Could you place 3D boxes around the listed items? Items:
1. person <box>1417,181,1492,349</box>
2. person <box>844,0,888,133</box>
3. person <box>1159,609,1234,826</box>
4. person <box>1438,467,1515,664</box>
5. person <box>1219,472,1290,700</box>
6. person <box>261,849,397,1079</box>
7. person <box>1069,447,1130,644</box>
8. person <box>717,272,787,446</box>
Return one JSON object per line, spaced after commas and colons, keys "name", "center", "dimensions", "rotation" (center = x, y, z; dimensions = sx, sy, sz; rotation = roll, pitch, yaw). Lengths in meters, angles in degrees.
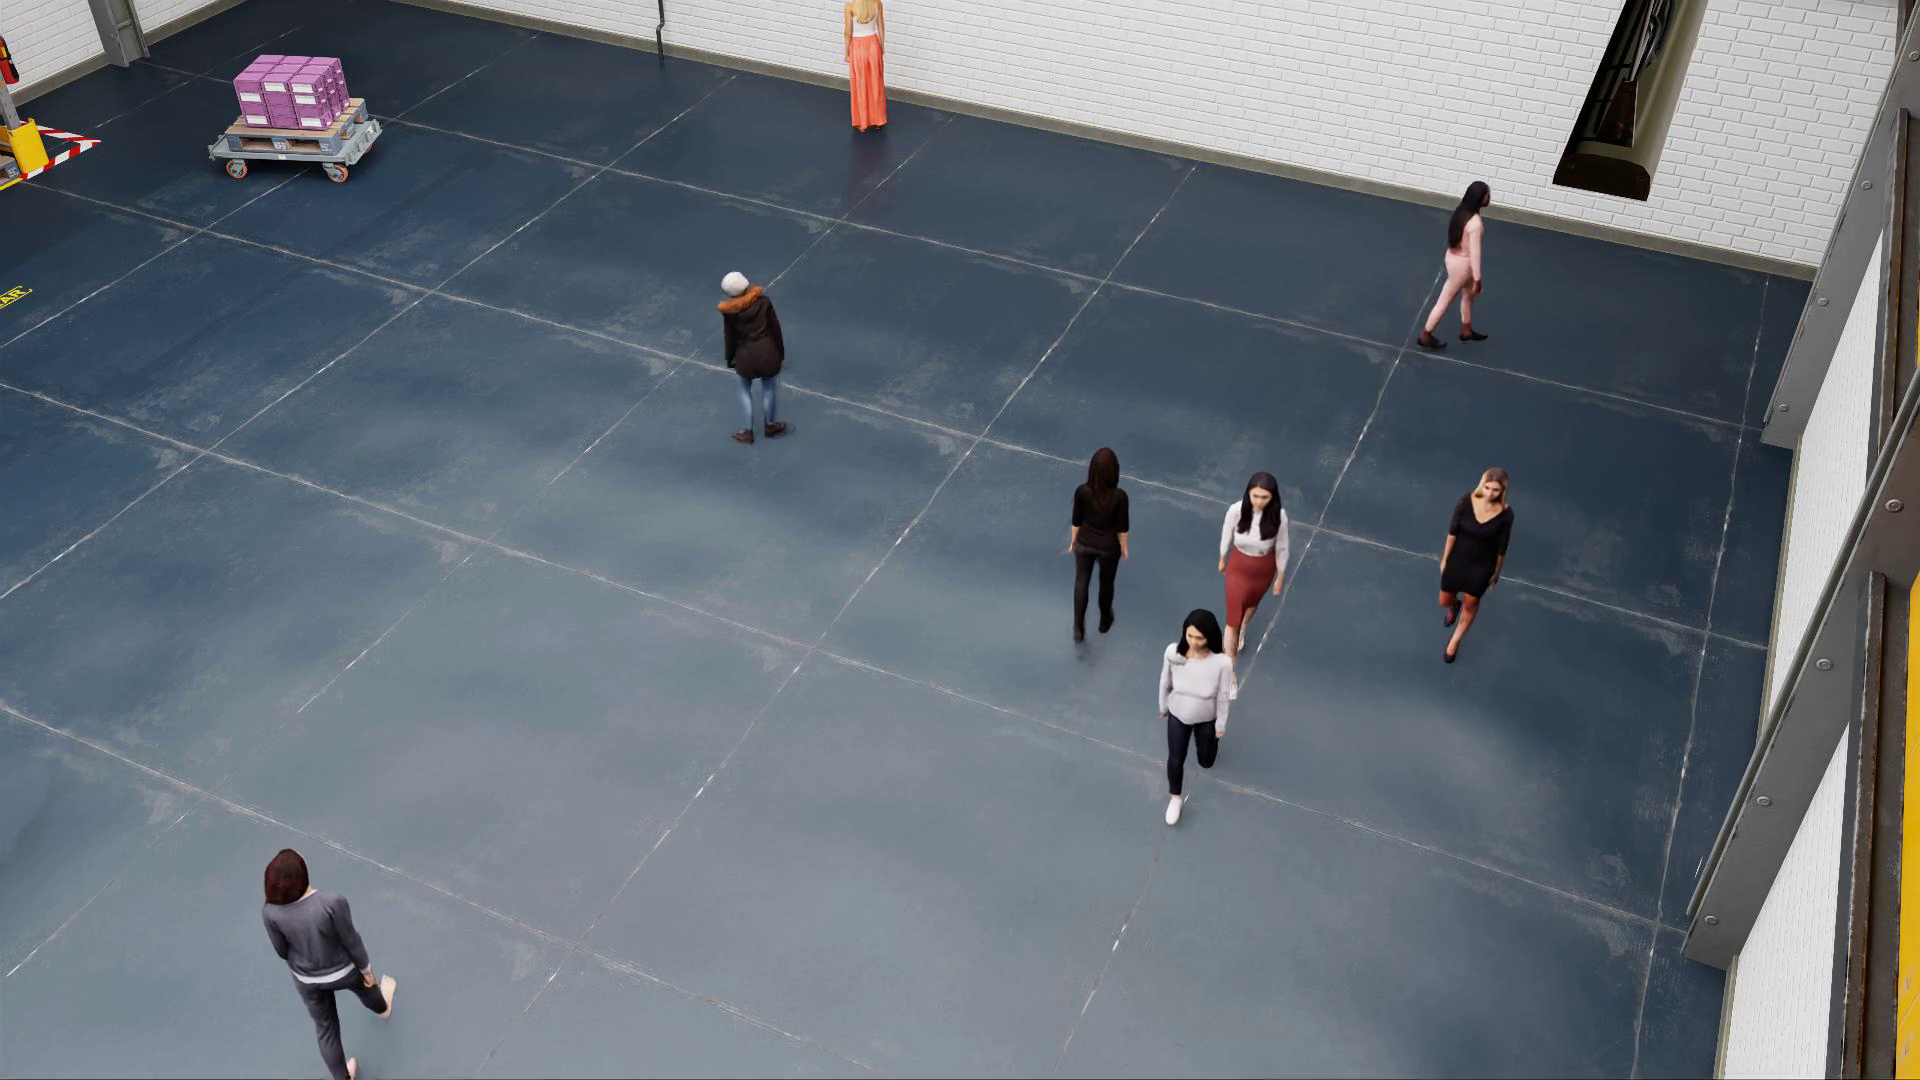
{"name": "person", "center": [4.434, -2.453, 15.073], "dimensions": [0.922, 1.695, 0.955], "rotation": [1, 39, 1]}
{"name": "person", "center": [-1.076, -5.513, 18.819], "dimensions": [0.729, 1.801, 0.783], "rotation": [-11, 40, -14]}
{"name": "person", "center": [1.527, 1.064, 10.678], "dimensions": [0.678, 1.683, 0.903], "rotation": [12, 40, 14]}
{"name": "person", "center": [3.662, 0.133, 11.856], "dimensions": [0.556, 1.668, 0.650], "rotation": [17, 42, 20]}
{"name": "person", "center": [2.060, 0.205, 11.738], "dimensions": [0.807, 1.702, 1.140], "rotation": [7, 39, 8]}
{"name": "person", "center": [-3.431, 2.378, 8.986], "dimensions": [0.964, 1.741, 1.084], "rotation": [-6, 39, -8]}
{"name": "person", "center": [0.988, 0.046, 11.973], "dimensions": [0.657, 1.658, 0.752], "rotation": [8, 39, 10]}
{"name": "person", "center": [-1.687, -1.550, 14.009], "dimensions": [0.784, 1.611, 0.801], "rotation": [4, 39, 5]}
